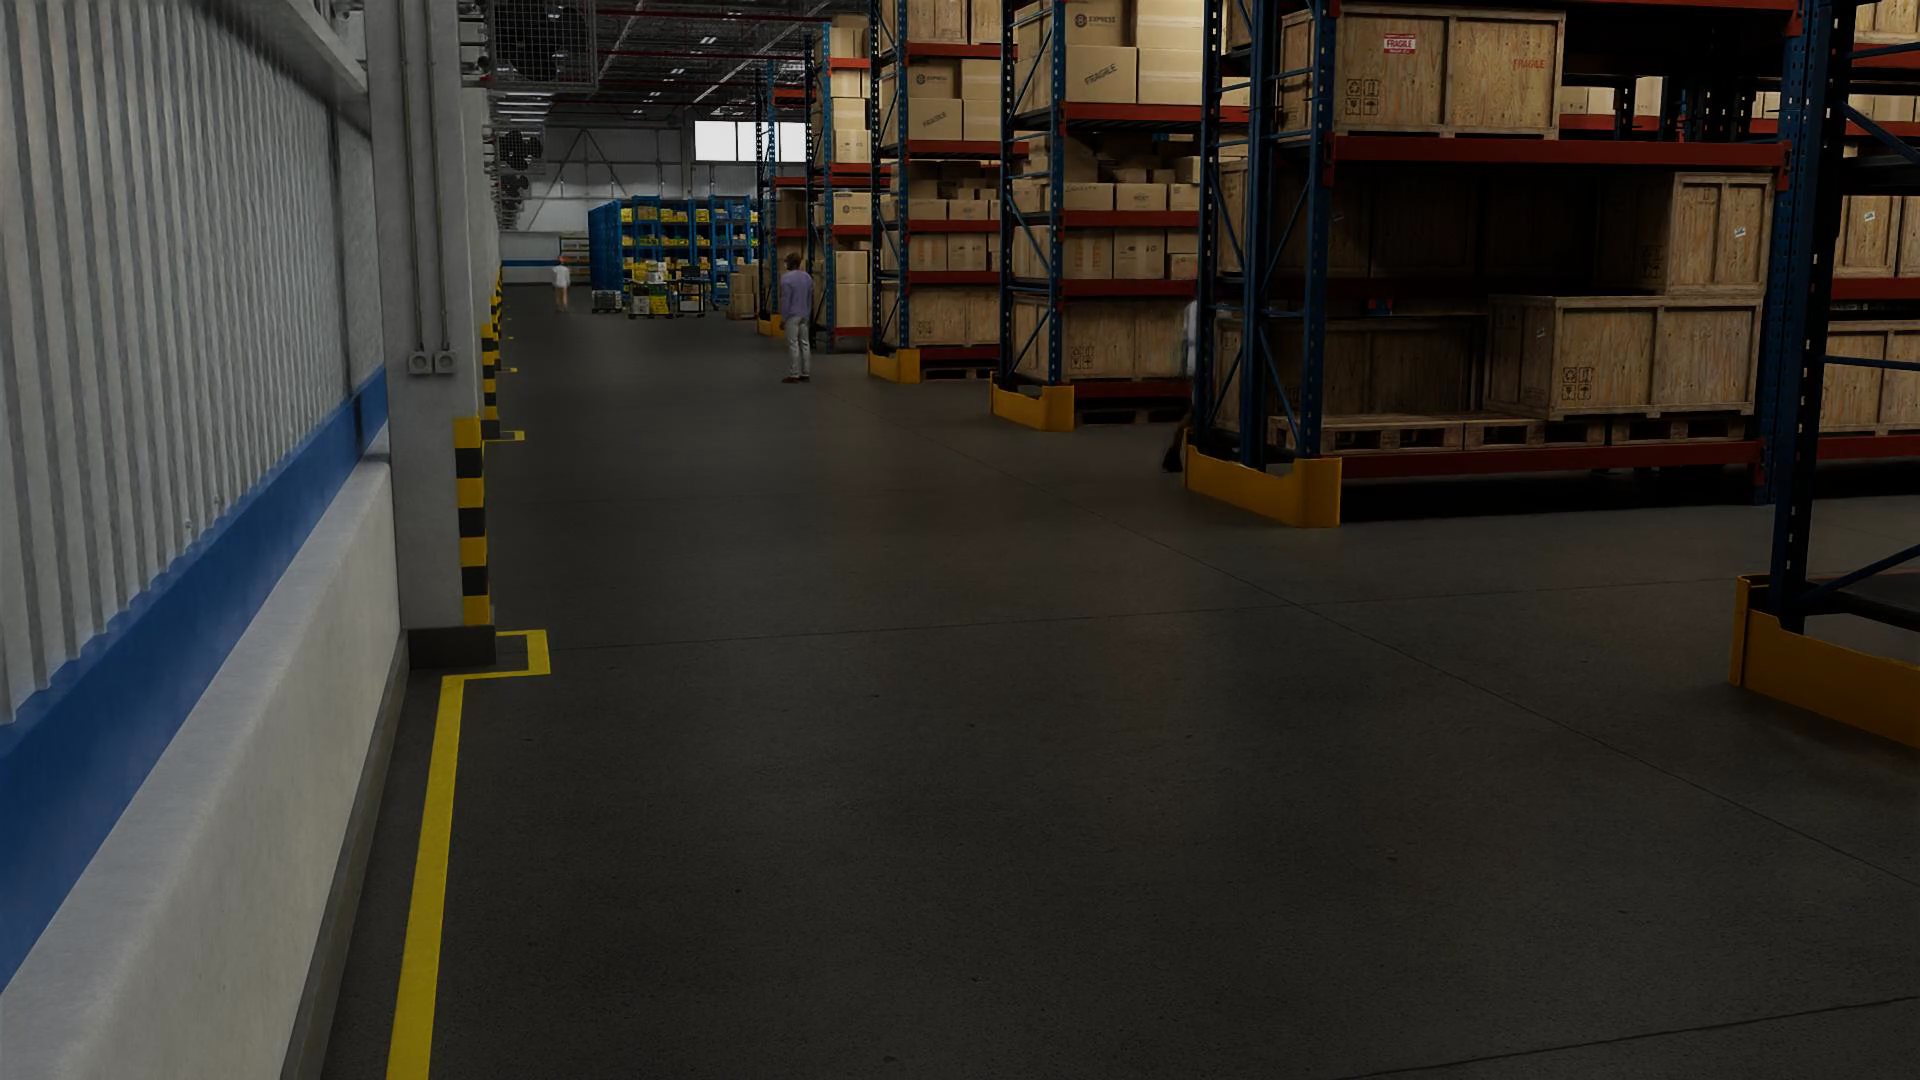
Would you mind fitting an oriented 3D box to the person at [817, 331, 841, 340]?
[{"bbox_3d":[-2.854,-5.070,35.702,0.754,1.611,0.521,4,11,21],"label":"person"}]

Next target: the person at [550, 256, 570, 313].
[{"bbox_3d":[-12.199,-7.789,50.714,0.570,1.732,0.368,-4,11,-21],"label":"person"}]

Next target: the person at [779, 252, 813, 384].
[{"bbox_3d":[-2.440,-3.288,24.656,0.357,1.937,0.637,7,12,35],"label":"person"}]

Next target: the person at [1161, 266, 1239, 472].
[{"bbox_3d":[2.224,-1.550,15.021,1.048,1.878,0.534,-5,11,-26],"label":"person"}]
